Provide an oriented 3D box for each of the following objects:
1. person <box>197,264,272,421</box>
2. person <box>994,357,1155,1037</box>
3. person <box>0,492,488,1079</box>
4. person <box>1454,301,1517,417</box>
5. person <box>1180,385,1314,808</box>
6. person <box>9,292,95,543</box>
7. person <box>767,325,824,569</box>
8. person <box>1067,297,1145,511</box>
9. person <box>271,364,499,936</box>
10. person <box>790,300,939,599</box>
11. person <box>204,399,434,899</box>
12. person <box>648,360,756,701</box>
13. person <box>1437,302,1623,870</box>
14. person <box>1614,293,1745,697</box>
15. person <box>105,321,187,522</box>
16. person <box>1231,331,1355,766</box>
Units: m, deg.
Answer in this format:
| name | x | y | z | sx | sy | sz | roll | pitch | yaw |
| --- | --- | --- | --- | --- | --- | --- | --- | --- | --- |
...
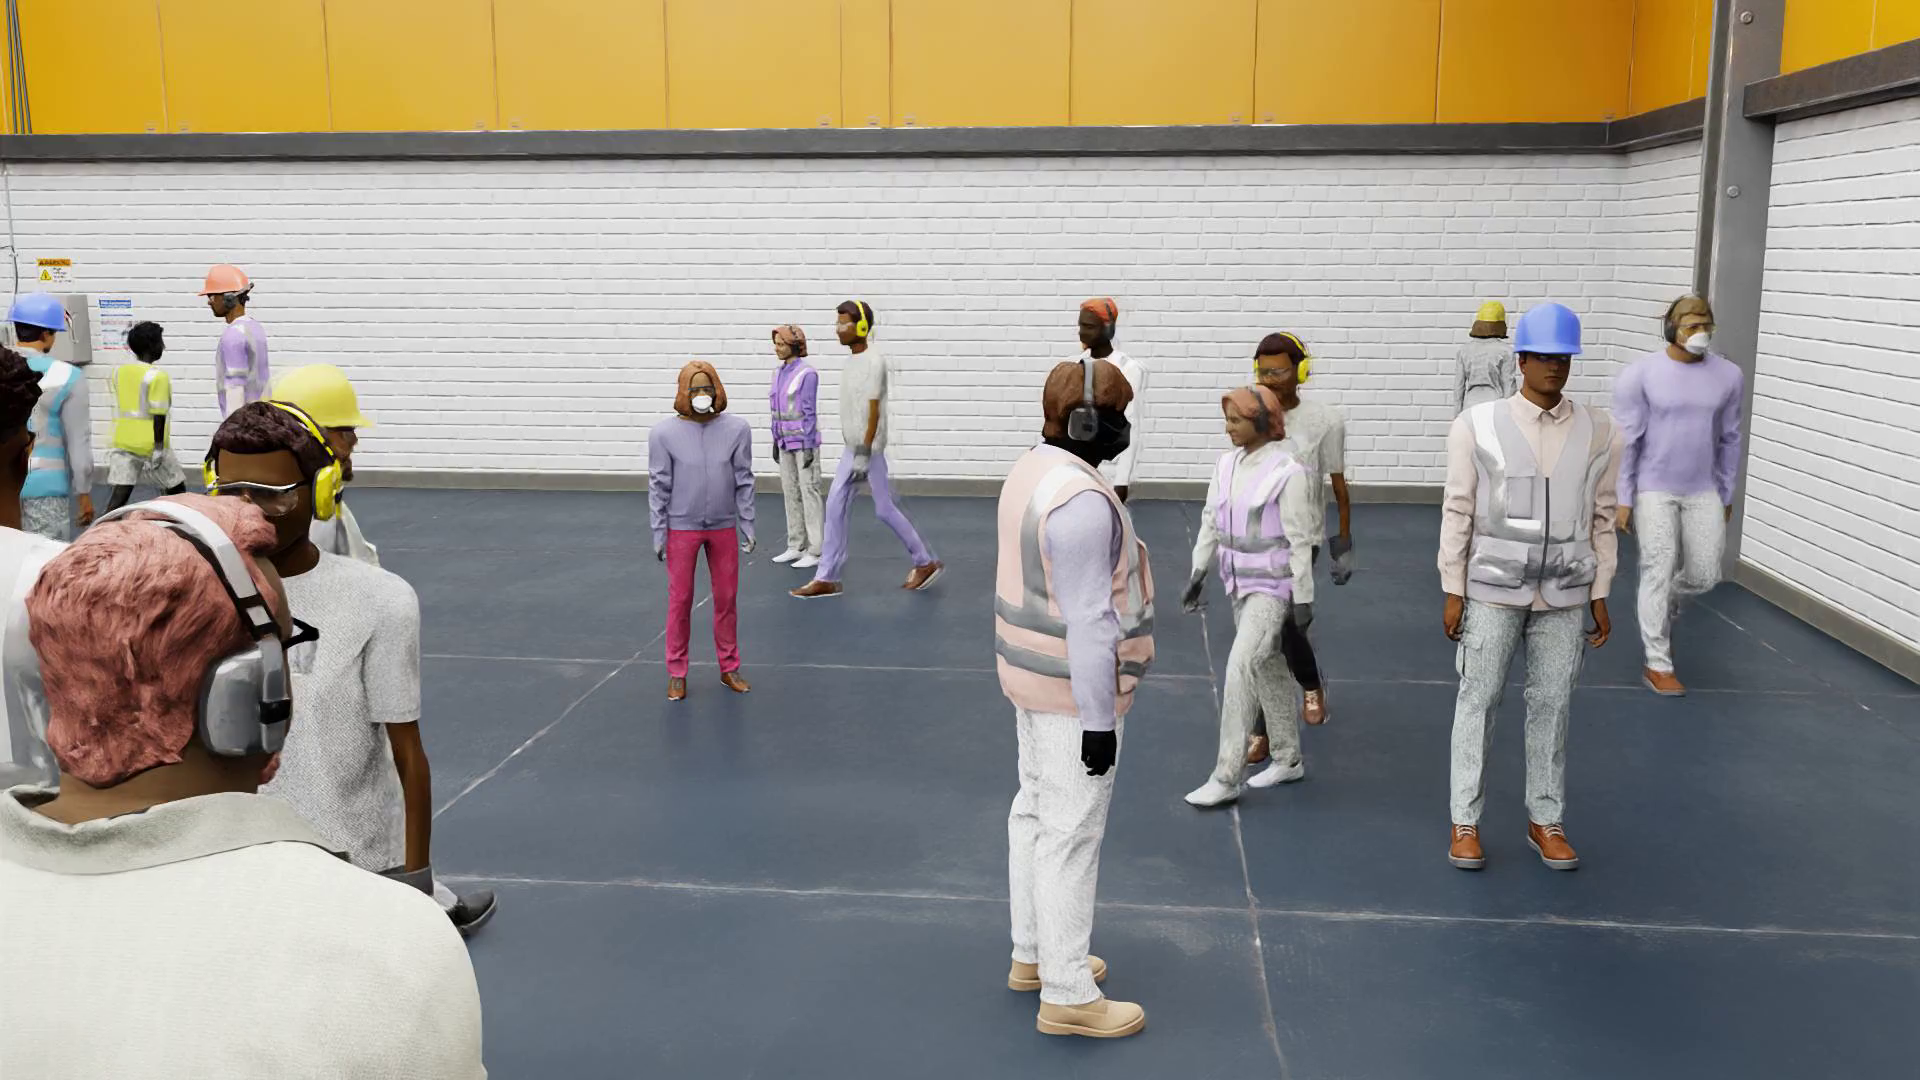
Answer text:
| name | x | y | z | sx | sy | sz | roll | pitch | yaw |
| --- | --- | --- | --- | --- | --- | --- | --- | --- | --- |
| person | -4.678 | -0.762 | 10.818 | 0.404 | 2.035 | 0.602 | -2 | 10 | -9 |
| person | 0.317 | 0.421 | 4.576 | 0.429 | 1.839 | 0.634 | -2 | 10 | -12 |
| person | -0.697 | 0.903 | 1.627 | 0.642 | 1.909 | 0.409 | 2 | 10 | 10 |
| person | 3.978 | -0.932 | 12.596 | 0.485 | 1.744 | 0.309 | 10 | 14 | 44 |
| person | 1.073 | 0.217 | 6.416 | 0.754 | 1.607 | 0.519 | -4 | 11 | -24 |
| person | -4.650 | -0.276 | 8.360 | 0.619 | 1.914 | 0.510 | 0 | 10 | 2 |
| person | -1.104 | -0.626 | 11.180 | 0.321 | 1.628 | 0.509 | -8 | 12 | -37 |
| person | 0.713 | -0.376 | 9.047 | 0.525 | 1.867 | 0.613 | -8 | 13 | -39 |
| person | -1.803 | 0.380 | 4.942 | 0.750 | 1.792 | 0.627 | -7 | 12 | -36 |
| person | -0.560 | -0.556 | 10.235 | 0.948 | 1.824 | 0.513 | -7 | 12 | -33 |
| person | -1.259 | 0.655 | 3.193 | 0.523 | 1.860 | 0.317 | 2 | 10 | 10 |
| person | -1.222 | -0.043 | 7.877 | 0.508 | 1.619 | 0.332 | -5 | 11 | -25 |
| person | 1.948 | 0.166 | 5.720 | 0.603 | 1.951 | 0.380 | 0 | 10 | 2 |
| person | 3.447 | -0.229 | 8.063 | 0.635 | 1.921 | 0.571 | 0 | 10 | -1 |
| person | -5.459 | -0.643 | 11.213 | 0.537 | 1.640 | 0.903 | 5 | 11 | 24 |
| person | 1.431 | -0.005 | 7.159 | 0.507 | 1.809 | 0.994 | 7 | 12 | 34 |
